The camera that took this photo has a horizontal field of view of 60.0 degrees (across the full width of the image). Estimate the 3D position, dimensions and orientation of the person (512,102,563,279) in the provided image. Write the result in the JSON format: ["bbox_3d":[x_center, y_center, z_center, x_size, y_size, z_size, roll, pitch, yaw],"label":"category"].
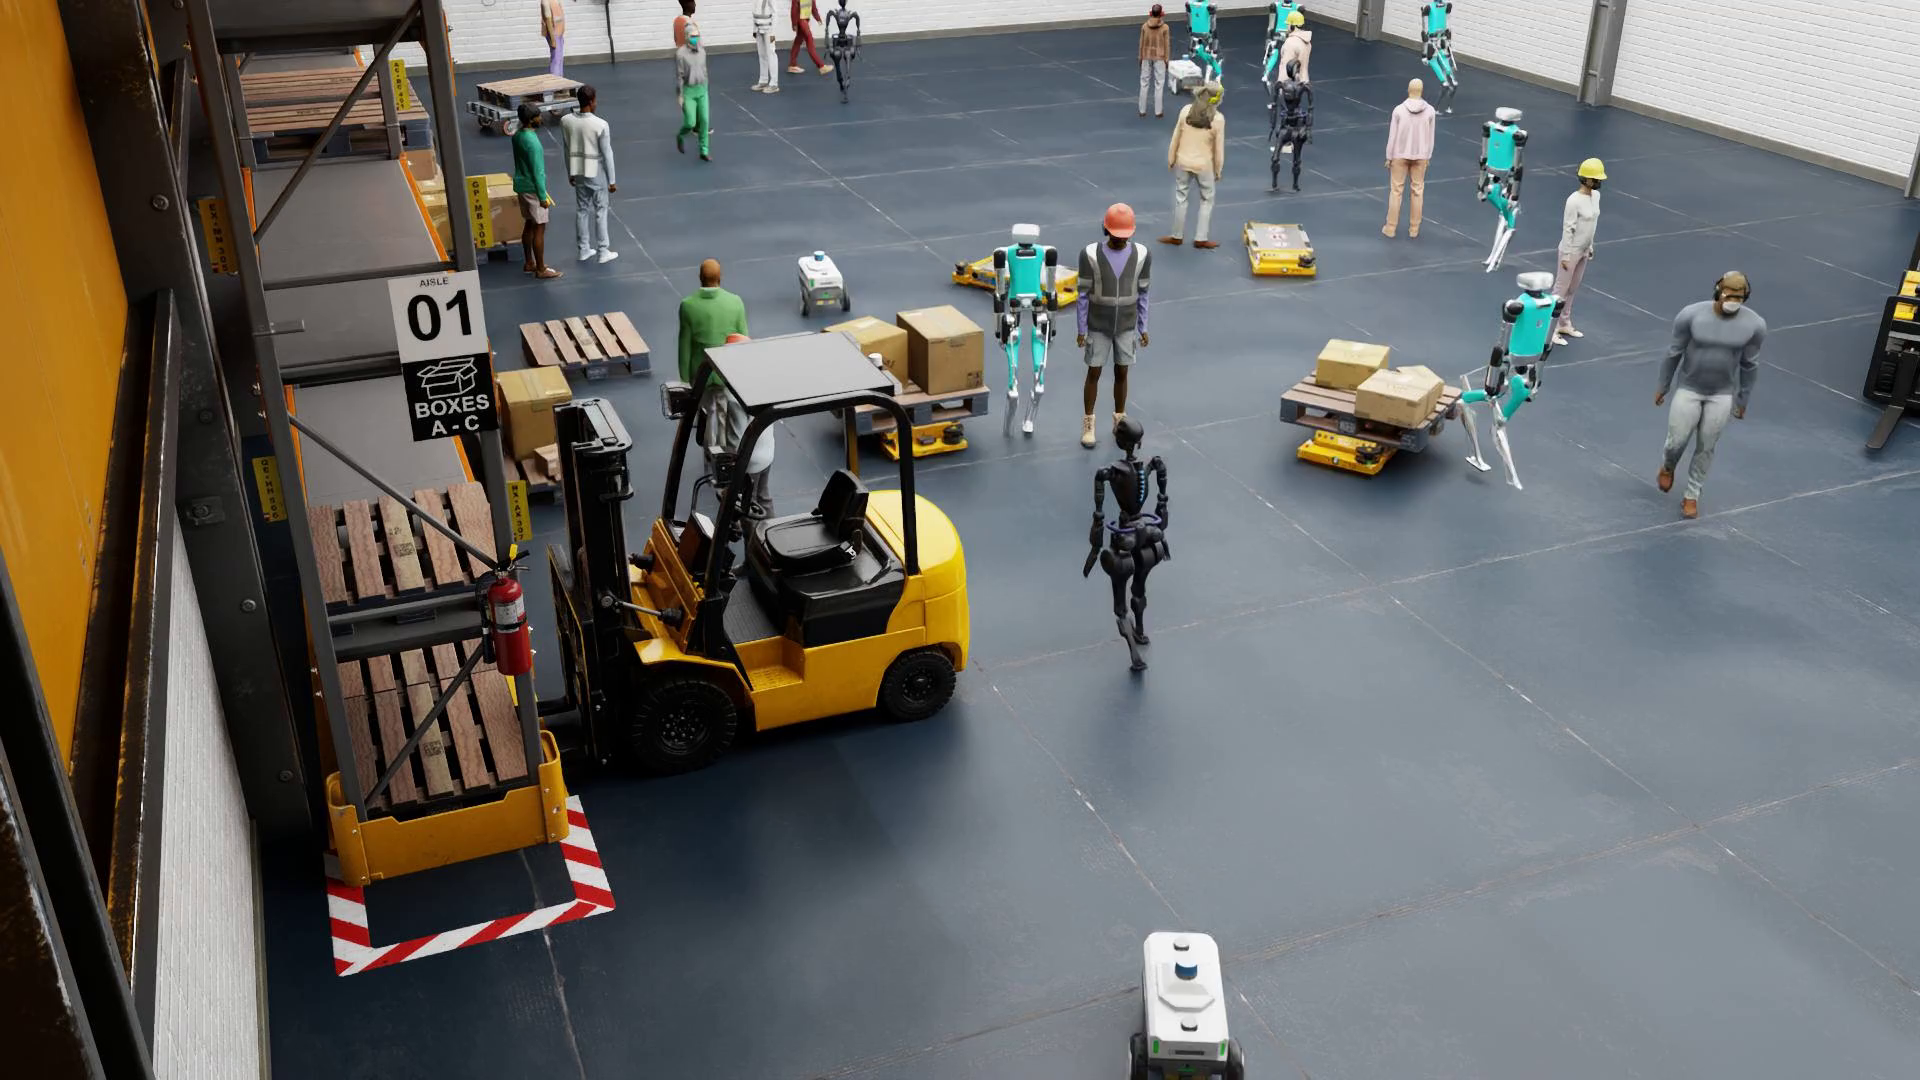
[{"bbox_3d":[-4.528,-3.681,17.569,0.390,1.841,0.489,-19,32,-32],"label":"person"}]

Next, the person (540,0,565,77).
[{"bbox_3d":[-6.258,-7.767,25.681,0.385,1.845,0.569,0,27,0],"label":"person"}]

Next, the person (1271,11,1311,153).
[{"bbox_3d":[4.526,-6.208,22.571,0.430,1.859,0.789,15,30,27],"label":"person"}]

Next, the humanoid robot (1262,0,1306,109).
[{"bbox_3d":[4.736,-7.182,24.670,0.543,1.805,0.799,11,29,21],"label":"humanoid robot"}]

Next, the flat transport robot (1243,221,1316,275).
[{"bbox_3d":[3.524,-3.234,18.420,0.659,0.231,1.431,2,27,3],"label":"flat transport robot"}]

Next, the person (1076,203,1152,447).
[{"bbox_3d":[1.242,-1.735,13.478,0.604,2.035,0.386,-3,27,-6],"label":"person"}]

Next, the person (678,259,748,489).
[{"bbox_3d":[-1.914,-1.326,12.990,0.540,1.733,0.934,-2,27,-4],"label":"person"}]

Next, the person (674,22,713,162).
[{"bbox_3d":[-3.575,-5.972,22.135,0.526,1.821,0.547,-21,33,-35],"label":"person"}]

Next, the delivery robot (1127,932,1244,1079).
[{"bbox_3d":[1.000,2.127,7.443,0.499,0.598,0.777,1,27,3],"label":"delivery robot"}]

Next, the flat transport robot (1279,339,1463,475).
[{"bbox_3d":[3.396,-0.927,13.831,0.659,0.231,1.431,17,31,30],"label":"flat transport robot"}]

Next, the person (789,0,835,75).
[{"bbox_3d":[-2.471,-8.526,27.321,0.939,1.722,0.479,9,28,17],"label":"person"}]

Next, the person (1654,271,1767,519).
[{"bbox_3d":[5.512,-1.096,12.322,0.666,1.923,0.521,7,28,14],"label":"person"}]

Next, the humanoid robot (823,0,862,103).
[{"bbox_3d":[-1.801,-7.602,25.613,0.601,1.630,0.823,0,27,1],"label":"humanoid robot"}]

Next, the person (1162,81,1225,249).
[{"bbox_3d":[2.600,-4.185,18.568,0.691,1.847,0.370,11,29,20],"label":"person"}]

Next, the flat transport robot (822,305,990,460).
[{"bbox_3d":[-0.512,-1.053,14.083,0.659,0.231,1.431,-11,29,-21],"label":"flat transport robot"}]

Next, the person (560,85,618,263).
[{"bbox_3d":[-4.008,-3.955,18.038,0.597,1.906,0.408,10,28,19],"label":"person"}]

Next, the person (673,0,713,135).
[{"bbox_3d":[-3.801,-6.739,23.504,0.368,1.966,0.602,-16,31,-29],"label":"person"}]

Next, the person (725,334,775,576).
[{"bbox_3d":[-1.472,-0.590,11.524,0.347,1.739,0.571,8,28,15],"label":"person"}]

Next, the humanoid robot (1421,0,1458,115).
[{"bbox_3d":[7.189,-7.203,24.673,0.577,1.749,0.777,-13,29,-24],"label":"humanoid robot"}]

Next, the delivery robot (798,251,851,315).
[{"bbox_3d":[-1.413,-2.622,16.881,0.499,0.592,0.771,-7,28,-13],"label":"delivery robot"}]

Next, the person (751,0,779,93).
[{"bbox_3d":[-3.068,-7.985,26.075,0.360,1.882,0.573,-20,33,-35],"label":"person"}]

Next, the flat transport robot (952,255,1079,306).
[{"bbox_3d":[0.671,-2.741,17.440,1.431,0.231,0.659,20,33,34],"label":"flat transport robot"}]

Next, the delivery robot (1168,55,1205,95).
[{"bbox_3d":[3.560,-7.341,26.279,0.499,0.601,0.783,-5,27,-10],"label":"delivery robot"}]

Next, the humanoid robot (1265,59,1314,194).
[{"bbox_3d":[4.090,-5.088,20.547,0.599,1.647,0.557,19,32,32],"label":"humanoid robot"}]

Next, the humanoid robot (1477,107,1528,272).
[{"bbox_3d":[5.897,-3.764,17.838,0.707,1.785,0.548,-18,32,-31],"label":"humanoid robot"}]

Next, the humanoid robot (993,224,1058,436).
[{"bbox_3d":[0.548,-1.606,13.638,0.541,1.884,0.670,-1,27,-3],"label":"humanoid robot"}]

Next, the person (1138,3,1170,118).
[{"bbox_3d":[2.845,-7.041,24.460,0.462,1.647,0.325,8,28,15],"label":"person"}]

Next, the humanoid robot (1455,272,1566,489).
[{"bbox_3d":[4.166,-1.275,12.913,0.543,1.785,0.784,-11,29,-22],"label":"humanoid robot"}]

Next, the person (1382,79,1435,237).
[{"bbox_3d":[5.107,-4.328,18.914,0.523,1.780,0.407,2,27,3],"label":"person"}]

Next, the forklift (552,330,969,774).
[{"bbox_3d":[-1.094,0.010,9.831,2.313,2.155,1.214,-10,28,-20],"label":"forklift"}]

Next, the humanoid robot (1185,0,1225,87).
[{"bbox_3d":[3.780,-7.465,25.213,0.530,1.765,0.803,22,34,37],"label":"humanoid robot"}]

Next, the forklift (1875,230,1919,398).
[{"bbox_3d":[9.029,-2.397,14.618,1.214,2.155,2.313,18,32,32],"label":"forklift"}]

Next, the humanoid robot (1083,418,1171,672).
[{"bbox_3d":[1.079,0.031,10.421,0.612,1.647,0.629,-14,30,-26],"label":"humanoid robot"}]

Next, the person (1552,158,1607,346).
[{"bbox_3d":[5.858,-2.740,15.772,0.526,1.768,0.311,-24,35,-39],"label":"person"}]
